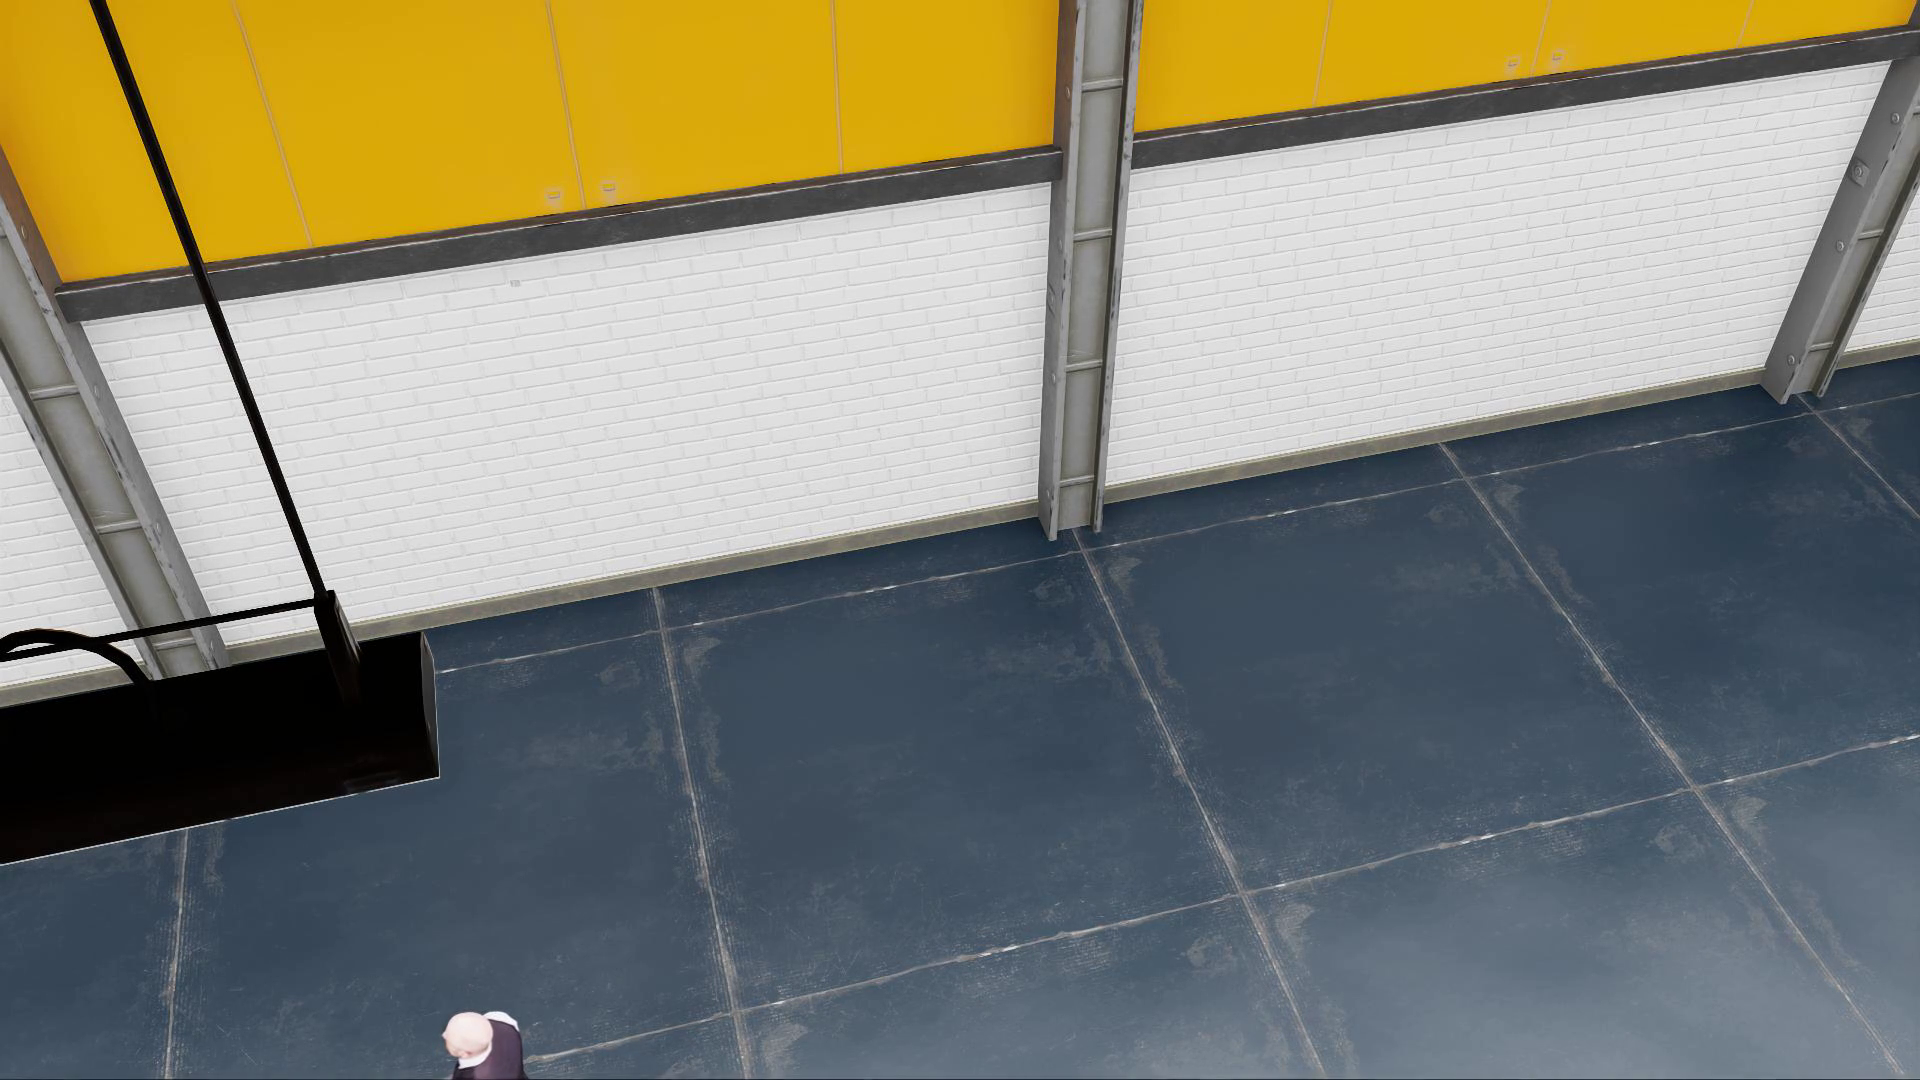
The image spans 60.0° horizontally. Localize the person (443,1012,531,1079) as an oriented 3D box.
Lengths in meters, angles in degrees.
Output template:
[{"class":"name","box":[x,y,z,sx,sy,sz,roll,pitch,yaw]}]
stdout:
[{"class":"person","box":[-2.121,2.712,7.750,0.679,1.824,0.741,-1,44,-1]}]
